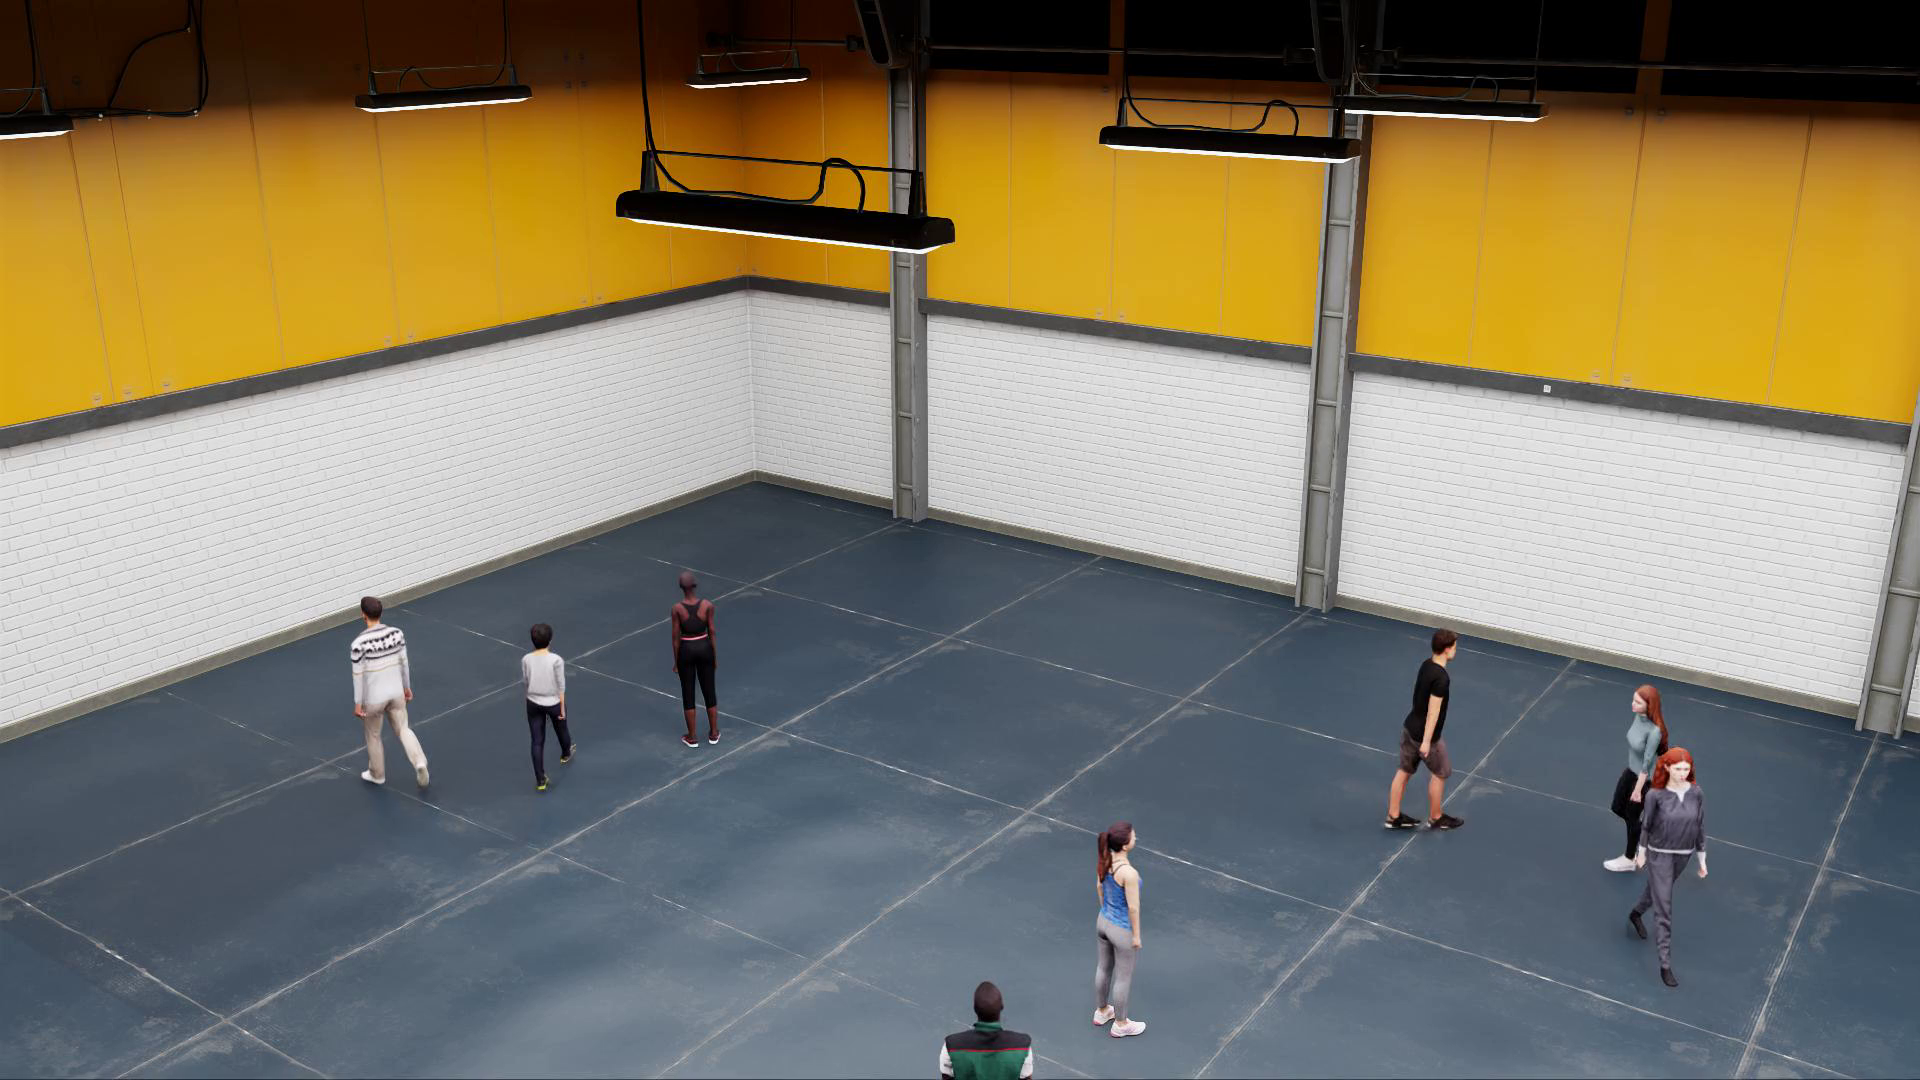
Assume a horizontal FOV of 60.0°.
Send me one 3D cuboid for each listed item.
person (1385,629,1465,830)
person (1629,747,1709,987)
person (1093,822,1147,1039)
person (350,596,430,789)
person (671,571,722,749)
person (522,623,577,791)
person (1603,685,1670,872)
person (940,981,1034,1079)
[{"bbox_3d":[3.912,1.661,14.323,1.059,1.827,0.987,-1,19,-4],"label":"person"},{"bbox_3d":[5.264,2.344,12.450,1.132,1.729,1.130,-1,19,-3],"label":"person"},{"bbox_3d":[1.099,2.696,11.592,0.704,1.610,0.598,-11,21,-29],"label":"person"},{"bbox_3d":[-5.179,1.415,15.037,1.046,1.837,0.775,16,24,39],"label":"person"},{"bbox_3d":[-2.546,1.136,15.988,0.673,1.759,0.711,-6,19,-16],"label":"person"},{"bbox_3d":[-3.808,1.542,15.163,1.016,1.516,0.974,0,19,1],"label":"person"},{"bbox_3d":[5.626,1.977,13.548,0.823,1.722,0.767,3,19,10],"label":"person"},{"bbox_3d":[0.152,3.350,9.313,0.989,1.824,1.025,-1,19,-3],"label":"person"}]
